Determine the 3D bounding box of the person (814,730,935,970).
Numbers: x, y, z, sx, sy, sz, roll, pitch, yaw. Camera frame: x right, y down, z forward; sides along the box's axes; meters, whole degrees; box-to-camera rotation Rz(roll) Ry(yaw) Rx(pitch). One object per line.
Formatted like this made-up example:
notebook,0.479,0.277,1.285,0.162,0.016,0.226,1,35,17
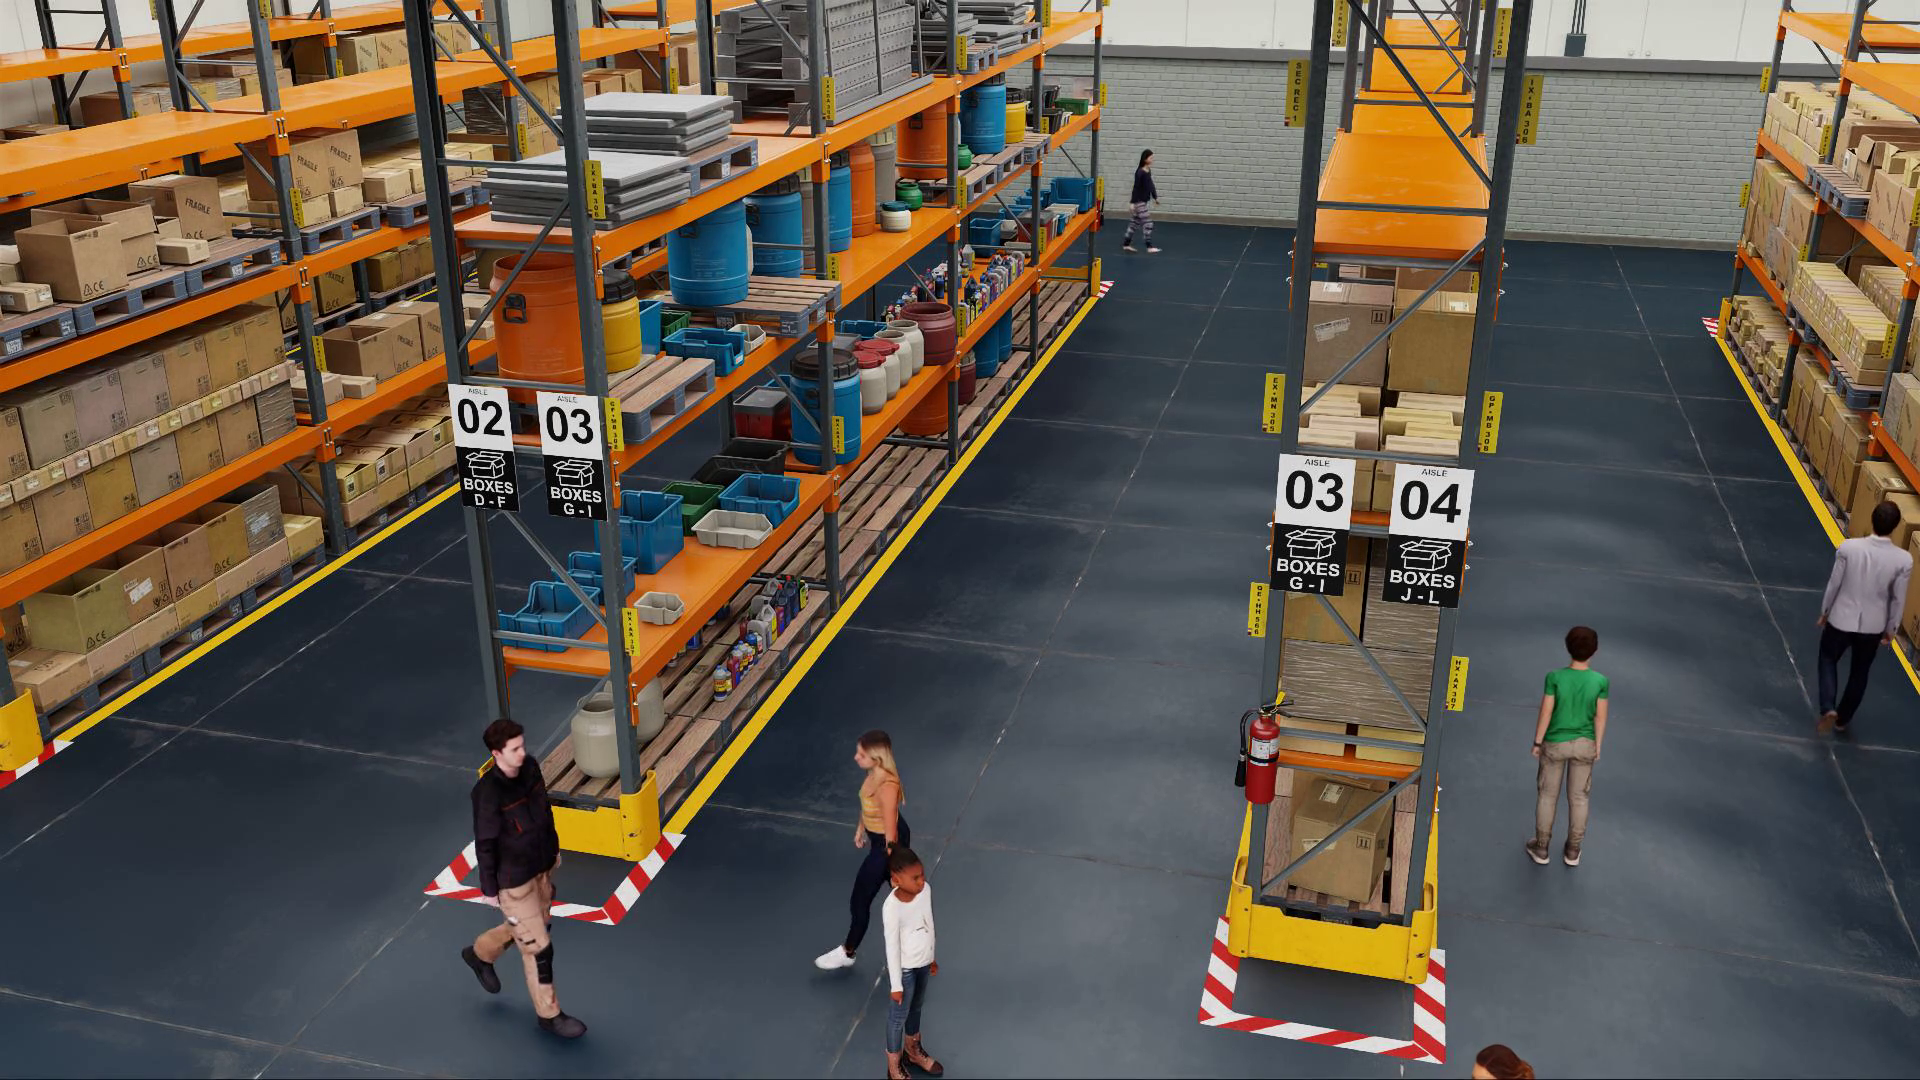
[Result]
person,-0.348,1.809,9.601,1.010,1.597,1.028,-2,22,-5

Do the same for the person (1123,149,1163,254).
person,2.914,-5.627,27.653,0.749,1.694,0.895,9,24,21

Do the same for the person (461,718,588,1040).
person,-2.479,1.819,9.173,0.820,1.902,1.061,8,24,19

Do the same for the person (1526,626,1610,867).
person,3.921,1.329,10.701,0.606,1.652,0.553,4,23,9

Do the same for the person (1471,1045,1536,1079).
person,2.165,2.825,6.867,0.696,1.786,0.644,-14,26,-31

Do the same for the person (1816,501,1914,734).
person,6.577,0.616,12.197,0.795,1.840,0.968,11,25,25

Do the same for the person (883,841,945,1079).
person,-0.269,2.229,8.765,0.637,1.452,0.507,13,26,29
